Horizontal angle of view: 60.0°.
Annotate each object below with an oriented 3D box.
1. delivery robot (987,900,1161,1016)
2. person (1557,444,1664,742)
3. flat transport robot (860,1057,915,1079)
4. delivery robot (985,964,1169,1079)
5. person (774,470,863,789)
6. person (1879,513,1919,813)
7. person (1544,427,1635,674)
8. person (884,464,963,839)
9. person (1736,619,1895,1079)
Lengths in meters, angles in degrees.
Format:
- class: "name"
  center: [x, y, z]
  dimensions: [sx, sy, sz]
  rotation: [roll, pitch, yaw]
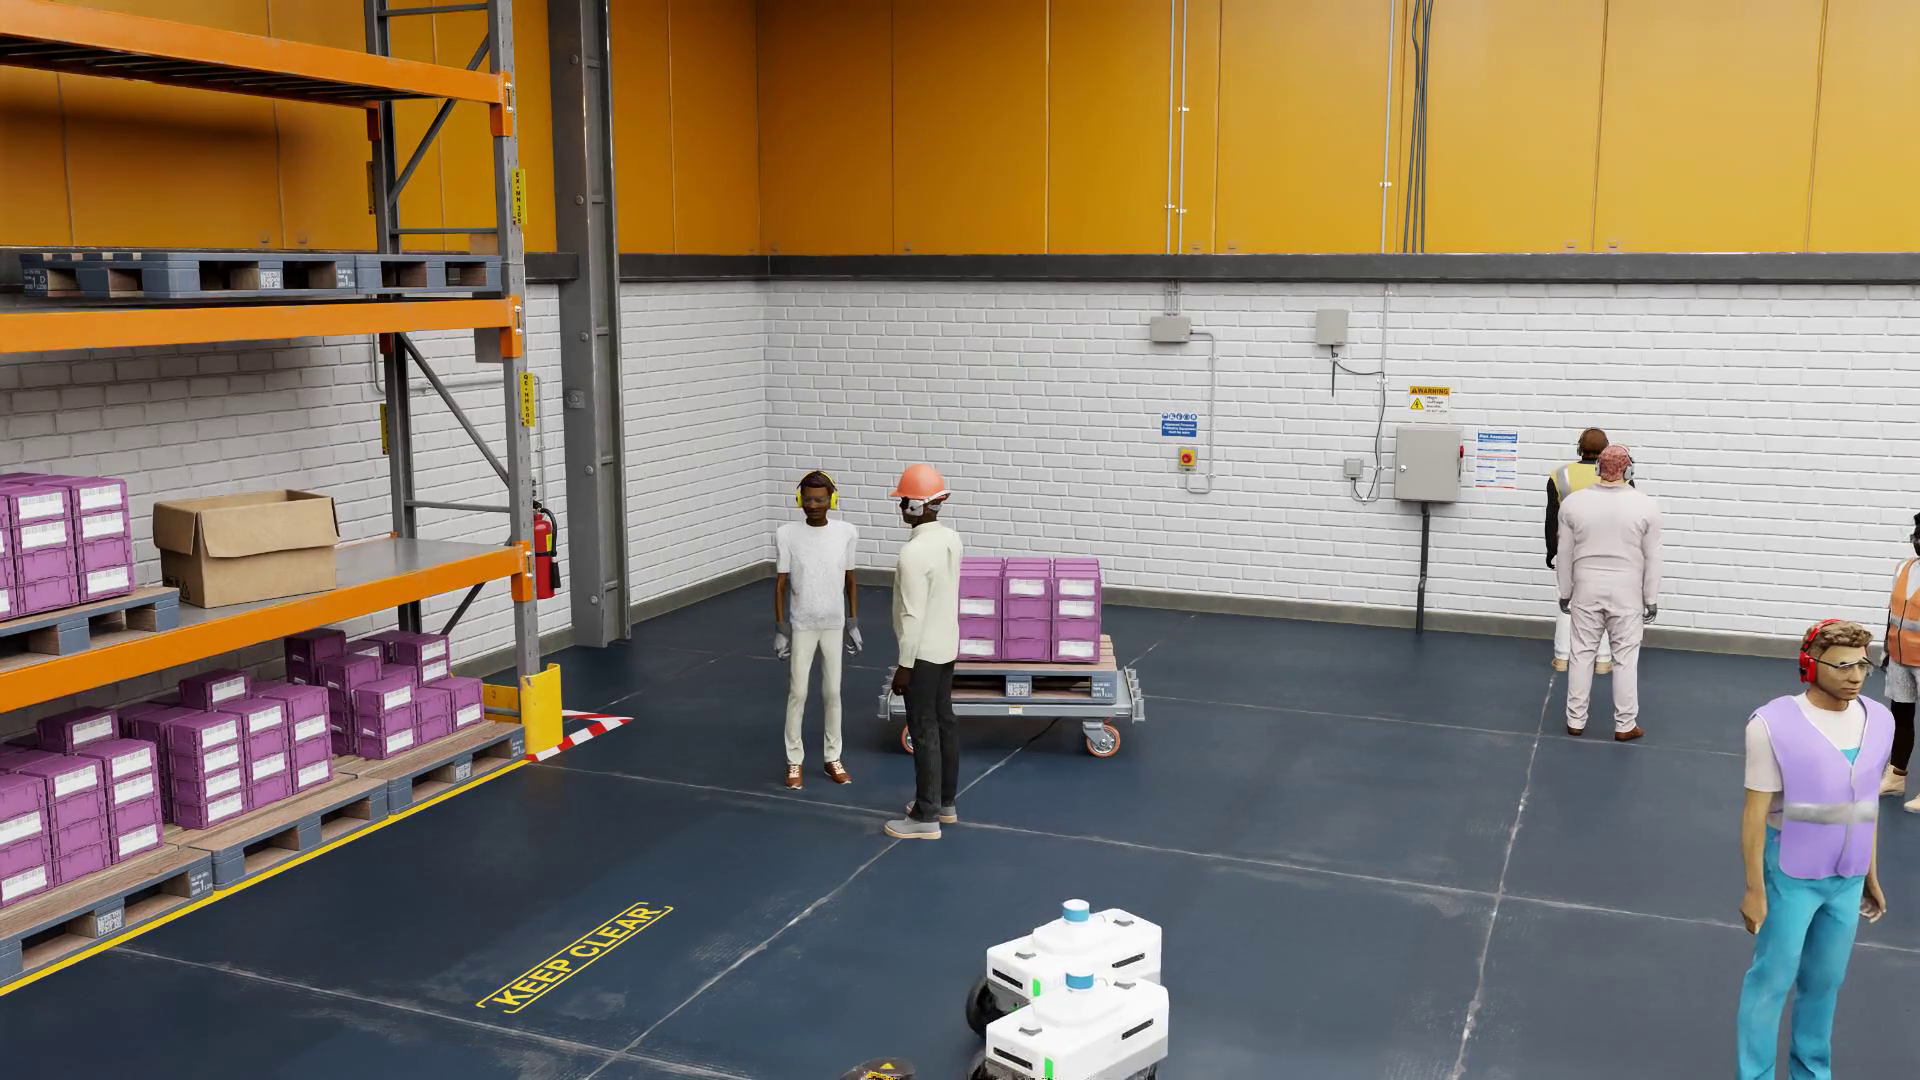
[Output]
- class: "delivery robot"
  center: [0.454, 1.650, 6.494]
  dimensions: [0.707, 0.478, 0.477]
  rotation: [-7, 12, -38]
- class: "person"
  center: [4.156, 0.335, 10.661]
  dimensions: [0.641, 1.908, 0.409]
  rotation: [6, 11, 31]
- class: "flat transport robot"
  center: [-0.362, 2.050, 5.209]
  dimensions: [0.652, 0.197, 1.431]
  rotation: [5, 11, 29]
- class: "delivery robot"
  center: [0.424, 1.749, 5.896]
  dimensions: [0.477, 0.478, 0.707]
  rotation: [9, 13, 43]
- class: "person"
  center: [-0.824, 0.518, 9.689]
  dimensions: [0.521, 1.861, 0.319]
  rotation: [-3, 10, -17]
- class: "person"
  center: [5.363, 0.665, 9.288]
  dimensions: [0.318, 1.699, 0.535]
  rotation: [-2, 10, -14]
- class: "person"
  center: [4.681, 0.079, 12.398]
  dimensions: [0.626, 1.846, 0.429]
  rotation: [3, 10, 20]
- class: "person"
  center: [-0.189, 0.589, 8.850]
  dimensions: [0.376, 1.995, 0.609]
  rotation: [4, 10, 21]
- class: "person"
  center: [2.950, 1.170, 5.782]
  dimensions: [0.570, 1.844, 0.379]
  rotation: [-3, 10, -17]
